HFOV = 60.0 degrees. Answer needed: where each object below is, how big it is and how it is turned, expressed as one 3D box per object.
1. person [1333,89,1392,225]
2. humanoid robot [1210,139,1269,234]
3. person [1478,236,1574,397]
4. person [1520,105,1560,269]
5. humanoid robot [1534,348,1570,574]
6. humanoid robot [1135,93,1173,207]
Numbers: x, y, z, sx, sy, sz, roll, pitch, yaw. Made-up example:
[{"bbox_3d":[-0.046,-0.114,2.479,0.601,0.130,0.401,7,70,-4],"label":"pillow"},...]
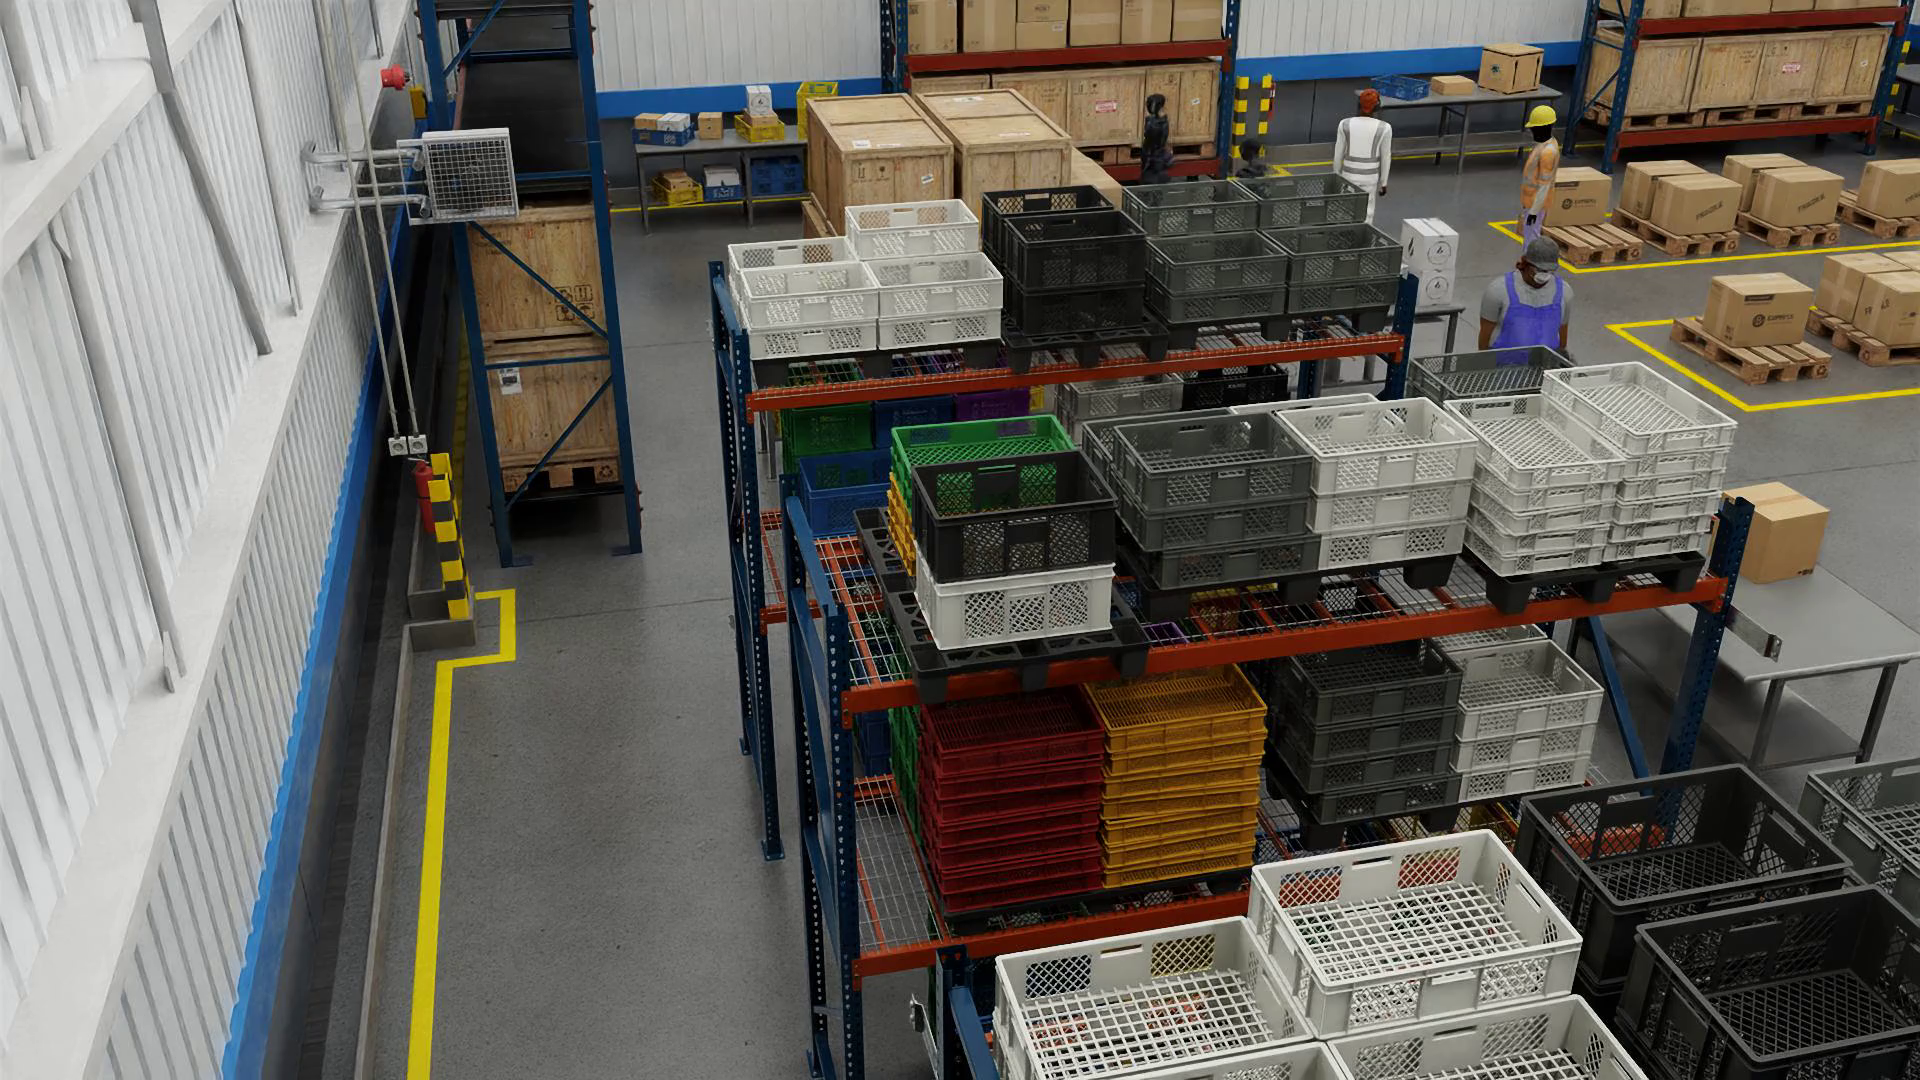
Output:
[{"bbox_3d":[4.218,-3.799,17.522,0.583,1.882,0.345,11,30,20],"label":"person"},{"bbox_3d":[2.922,-3.166,16.613,0.793,1.644,0.559,18,32,30],"label":"humanoid robot"},{"bbox_3d":[4.291,-1.350,12.709,0.677,2.000,0.535,1,28,2],"label":"person"},{"bbox_3d":[5.769,-3.407,16.742,0.374,1.918,0.584,6,28,12],"label":"person"},{"bbox_3d":[4.062,-0.556,11.582,0.391,1.649,0.631,-15,31,-26],"label":"humanoid robot"},{"bbox_3d":[2.078,-4.045,18.206,0.457,1.652,0.611,-10,29,-18],"label":"humanoid robot"}]
